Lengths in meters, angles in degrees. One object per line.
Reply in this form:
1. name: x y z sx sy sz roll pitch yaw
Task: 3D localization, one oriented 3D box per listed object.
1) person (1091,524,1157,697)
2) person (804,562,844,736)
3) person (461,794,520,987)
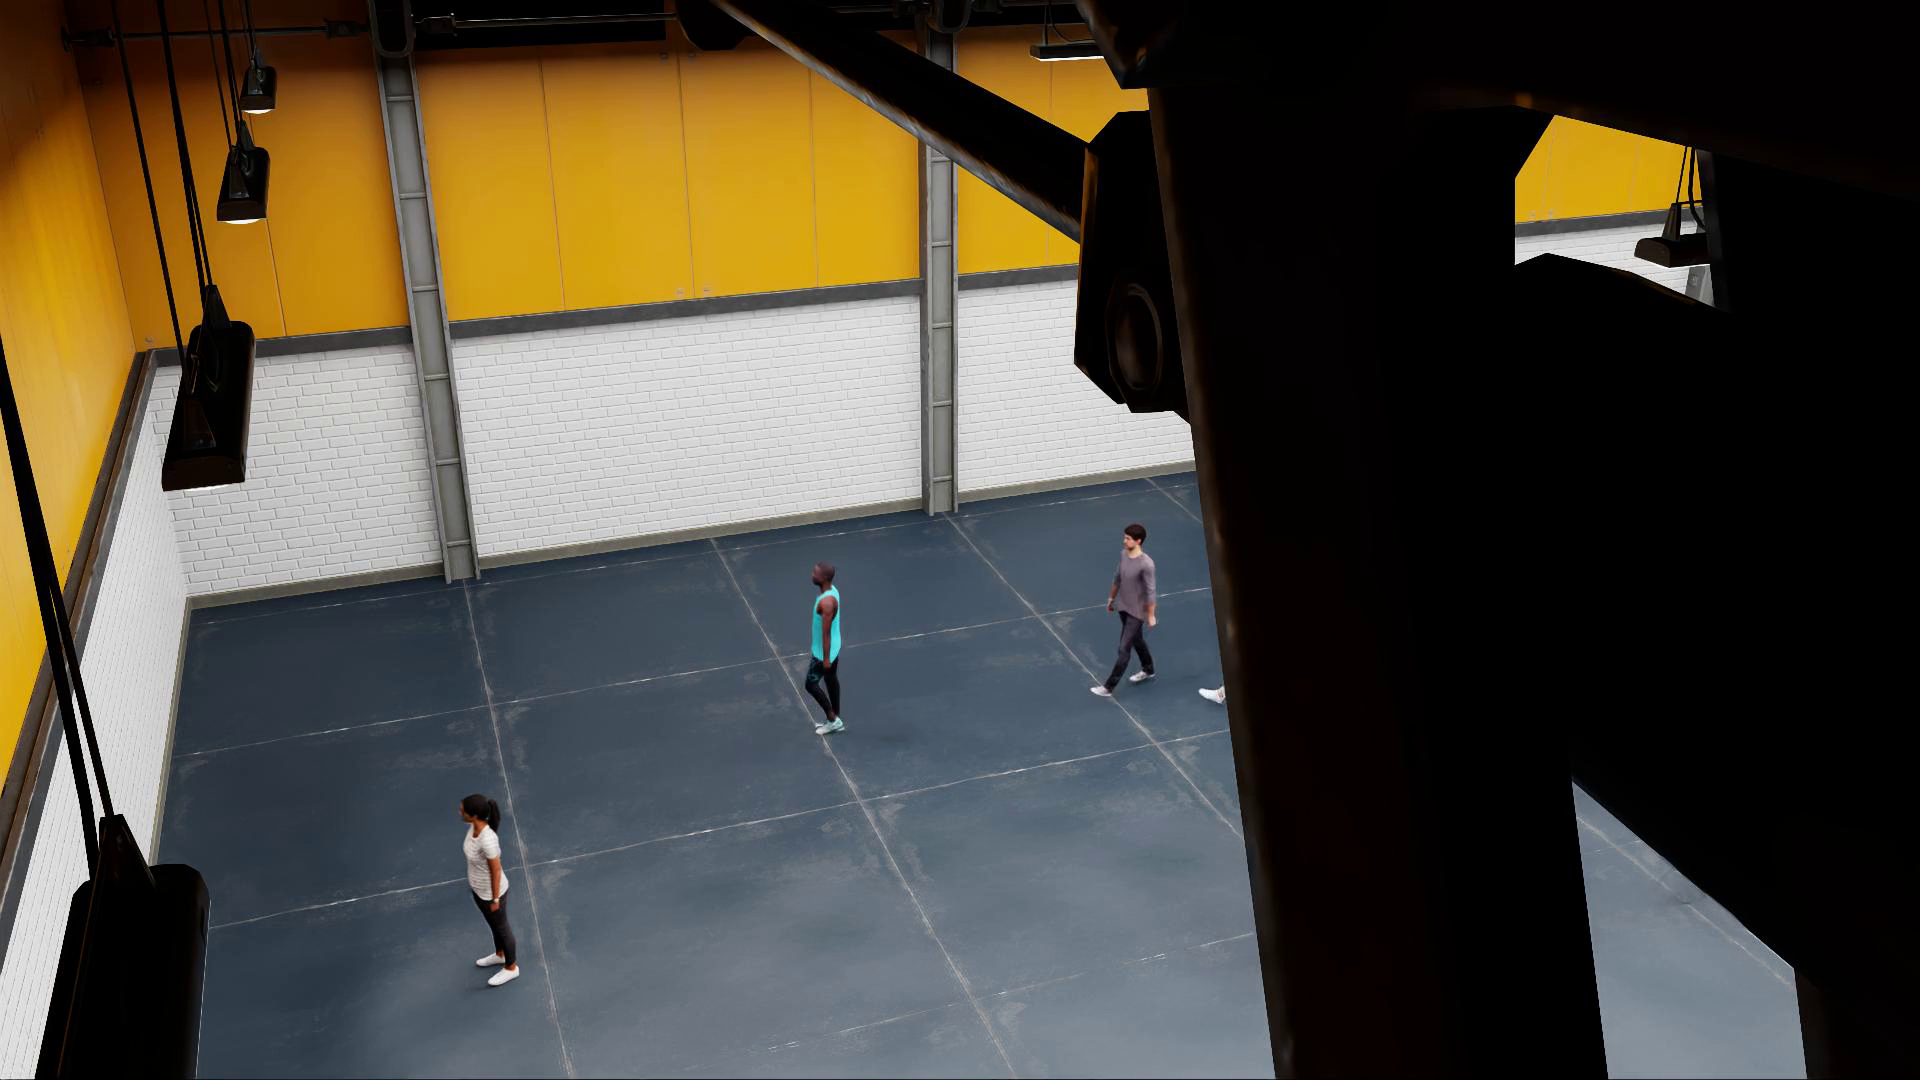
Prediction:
1. person: 1.823 0.691 16.853 1.124 1.805 0.758 -12 26 -25
2. person: -1.191 1.059 16.017 0.721 1.802 0.738 1 24 2
3. person: -3.567 2.622 12.639 0.558 1.642 0.598 -13 27 -27
